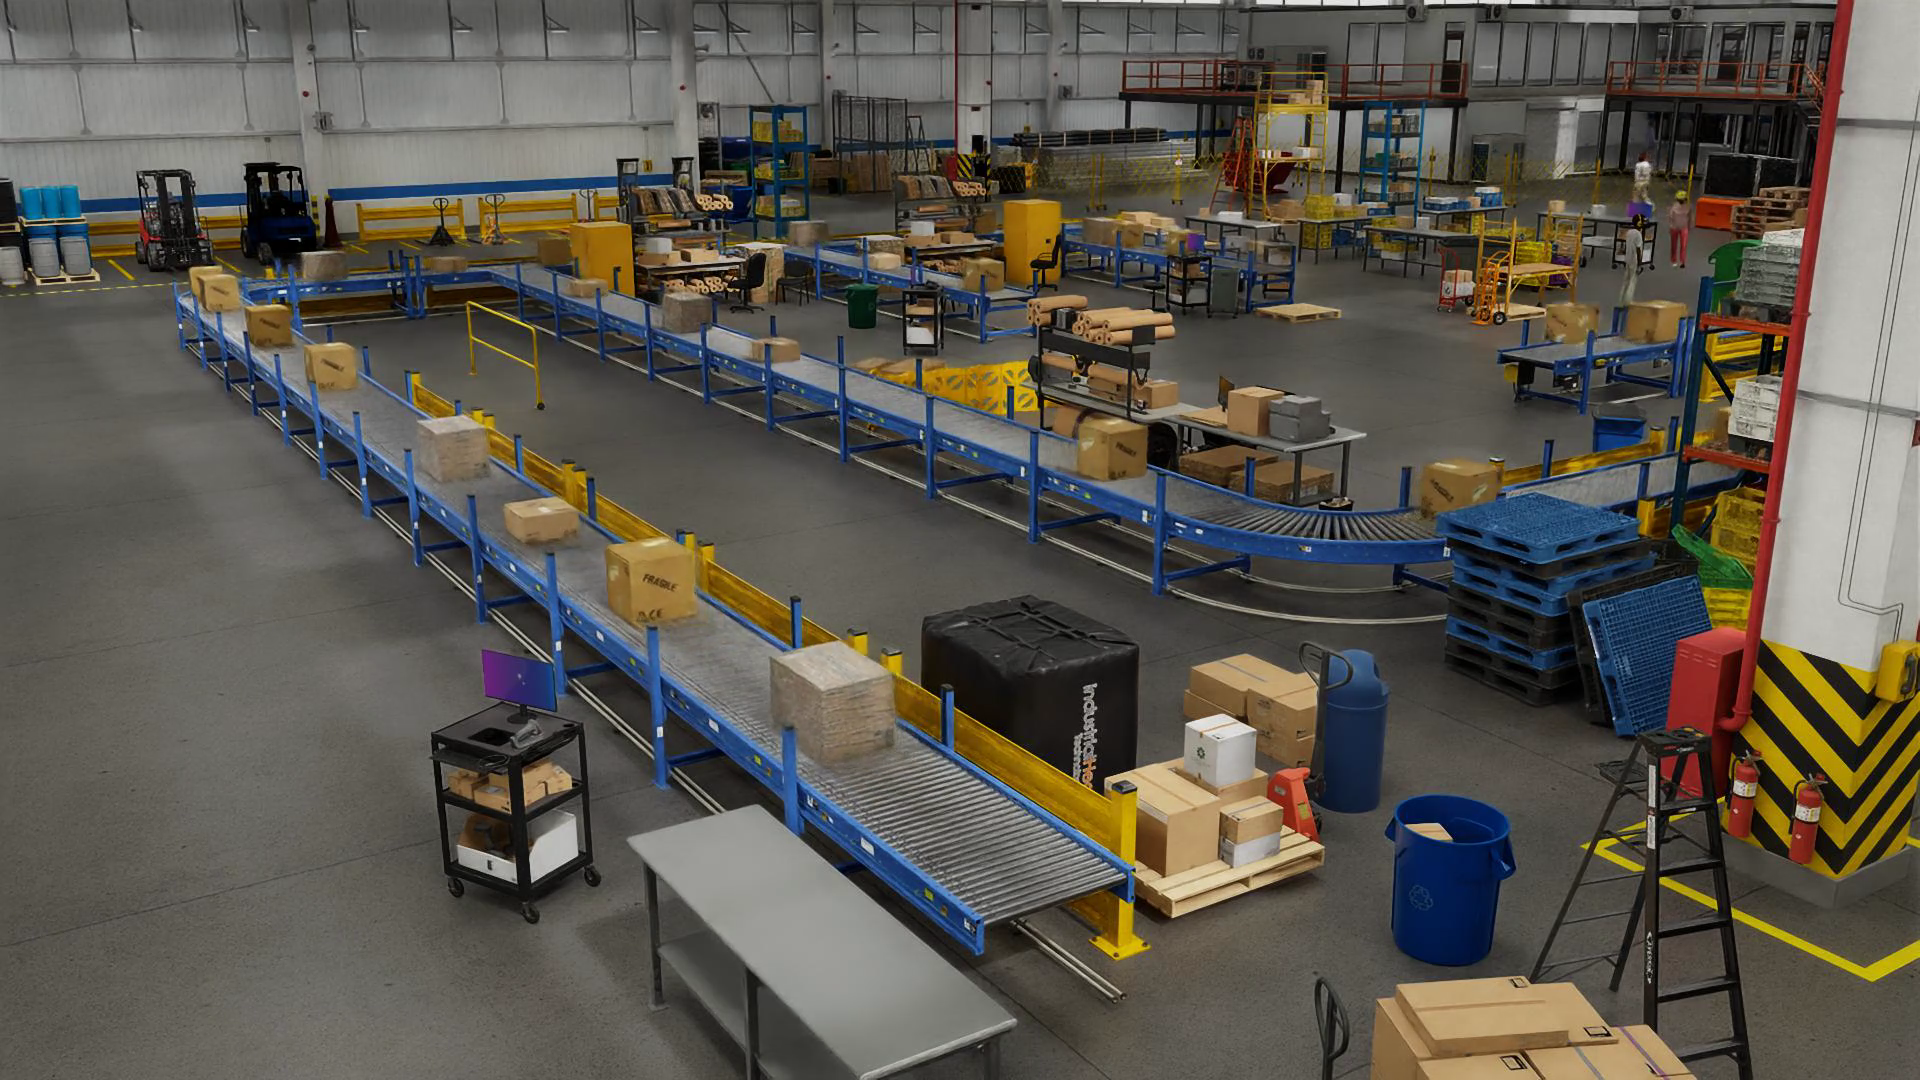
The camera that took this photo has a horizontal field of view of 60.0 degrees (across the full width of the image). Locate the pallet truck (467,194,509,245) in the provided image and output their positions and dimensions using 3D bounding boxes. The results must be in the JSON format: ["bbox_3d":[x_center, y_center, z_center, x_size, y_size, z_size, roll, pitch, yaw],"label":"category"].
[{"bbox_3d":[-11.983,-8.177,42.137,0.704,1.261,1.522,-11,20,-33],"label":"pallet truck"}]

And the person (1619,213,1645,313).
[{"bbox_3d":[12.607,-5.162,31.115,0.328,1.872,0.513,-2,17,-7],"label":"person"}]

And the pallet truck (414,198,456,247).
[{"bbox_3d":[-13.250,-8.060,41.856,0.680,1.201,1.601,-10,20,-31],"label":"pallet truck"}]

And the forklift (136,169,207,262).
[{"bbox_3d":[-17.842,-7.318,37.559,1.157,1.987,2.680,-10,20,-31],"label":"forklift"}]

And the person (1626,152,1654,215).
[{"bbox_3d":[19.922,-10.382,48.520,0.590,1.861,0.877,-7,18,-22],"label":"person"}]

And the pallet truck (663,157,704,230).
[{"bbox_3d":[-7.586,-9.308,44.692,0.823,1.965,1.885,-11,20,-33],"label":"pallet truck"}]

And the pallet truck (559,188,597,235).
[{"bbox_3d":[-10.010,-8.652,43.699,0.653,1.274,1.630,-10,20,-31],"label":"pallet truck"}]

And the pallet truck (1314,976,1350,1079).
[{"bbox_3d":[2.299,2.390,7.086,1.601,1.201,0.680,-2,17,-7],"label":"pallet truck"}]

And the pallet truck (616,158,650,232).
[{"bbox_3d":[-8.918,-9.176,44.255,0.823,1.965,1.885,-9,19,-27],"label":"pallet truck"}]

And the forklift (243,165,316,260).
[{"bbox_3d":[-15.898,-7.669,38.708,1.157,1.987,2.680,-11,20,-33],"label":"forklift"}]

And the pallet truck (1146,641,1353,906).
[{"bbox_3d":[1.664,1.407,10.232,1.630,1.274,0.653,-10,20,-31],"label":"pallet truck"}]

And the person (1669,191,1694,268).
[{"bbox_3d":[16.167,-6.953,37.336,0.520,1.714,0.947,5,18,17],"label":"person"}]
